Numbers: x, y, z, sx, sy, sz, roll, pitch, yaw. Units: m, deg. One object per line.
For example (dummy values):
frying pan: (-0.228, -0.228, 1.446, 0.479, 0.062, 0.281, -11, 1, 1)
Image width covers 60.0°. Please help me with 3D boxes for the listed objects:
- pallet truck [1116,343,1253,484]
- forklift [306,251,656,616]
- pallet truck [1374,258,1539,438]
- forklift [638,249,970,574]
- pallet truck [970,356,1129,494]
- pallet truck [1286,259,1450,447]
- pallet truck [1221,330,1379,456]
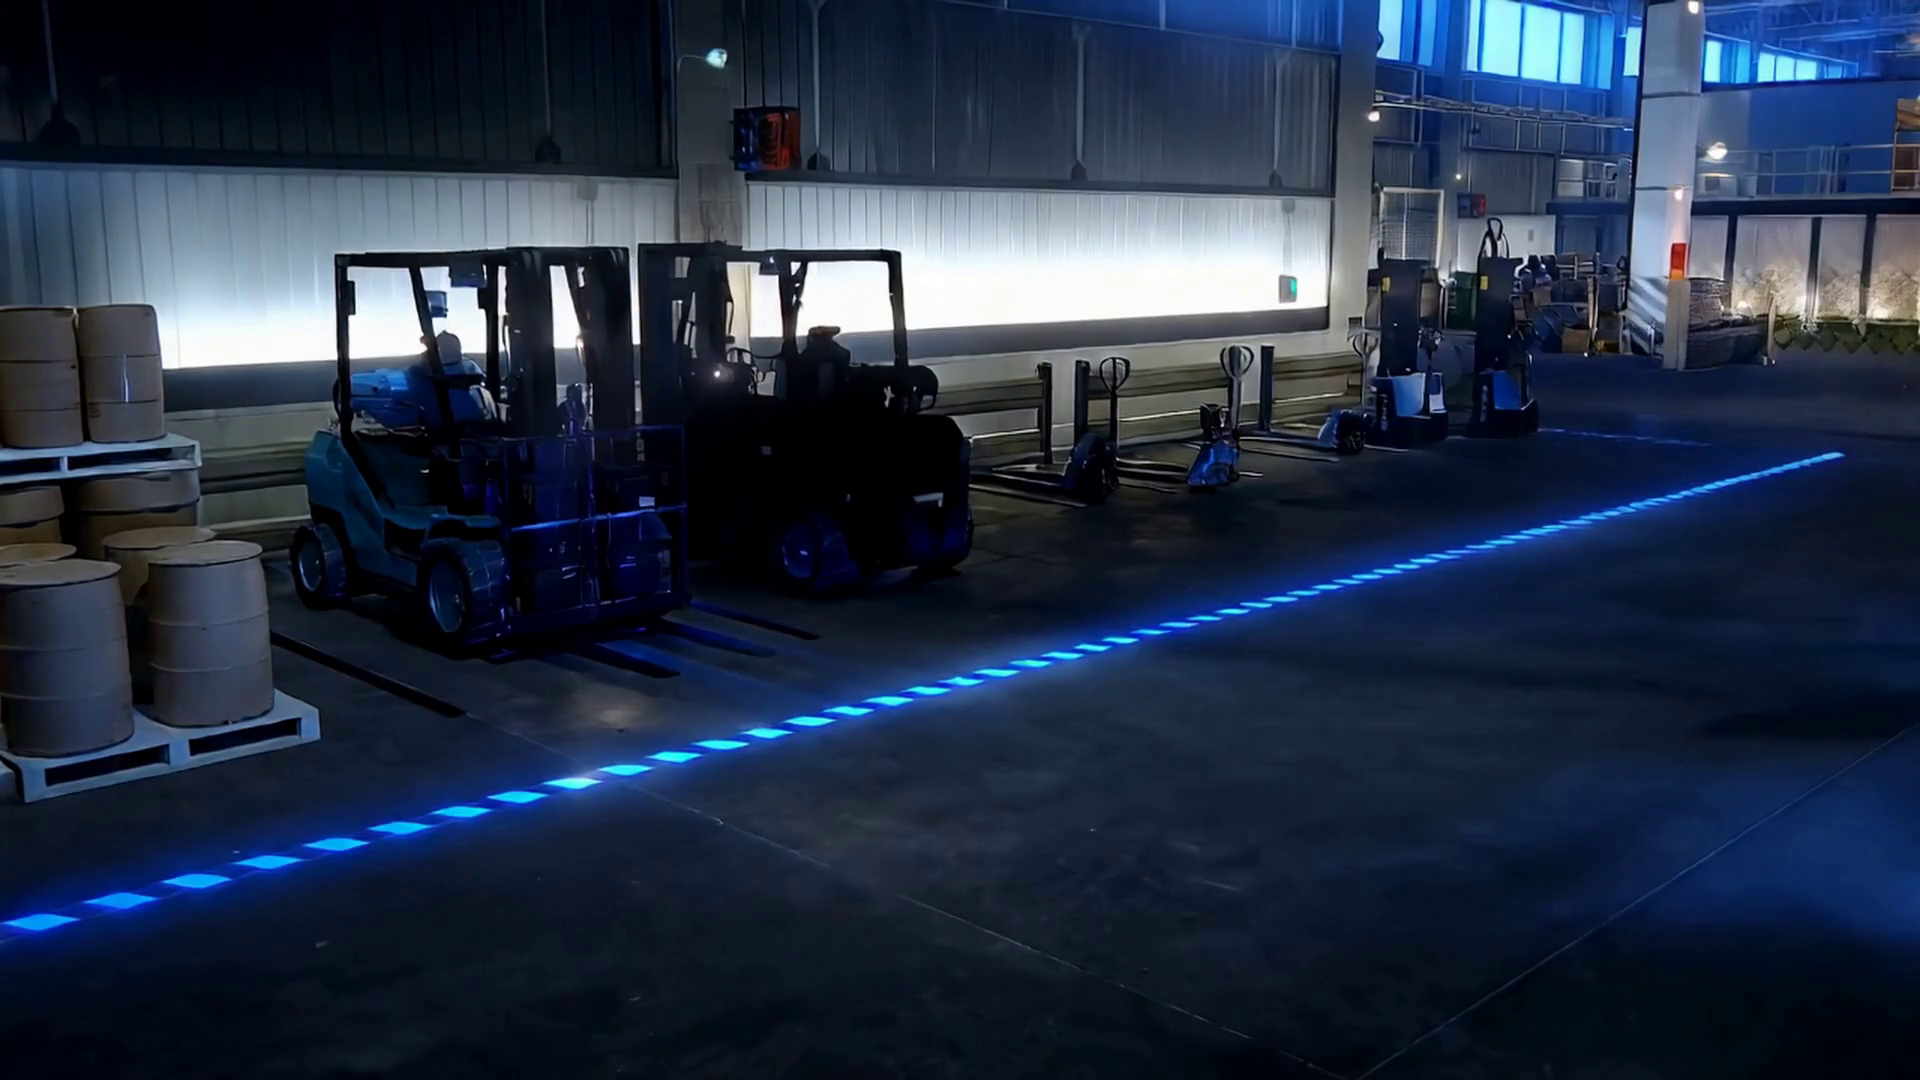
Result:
pallet truck: (1.962, -1.215, 15.415, 1.522, 1.261, 0.704, 10, 14, 43)
forklift: (-2.833, -0.669, 9.694, 1.157, 1.987, 2.680, -10, 14, -44)
pallet truck: (5.704, -2.208, 18.901, 1.885, 1.965, 0.823, 10, 14, 43)
forklift: (-1.173, -0.958, 11.239, 2.680, 1.987, 1.157, 10, 14, 43)
pallet truck: (0.784, -1.085, 14.876, 0.680, 1.201, 1.601, -10, 14, -44)
pallet truck: (4.493, -2.078, 18.196, 0.823, 1.965, 1.885, -9, 14, -40)
pallet truck: (3.563, -1.581, 17.381, 0.653, 1.274, 1.630, -10, 14, -44)
